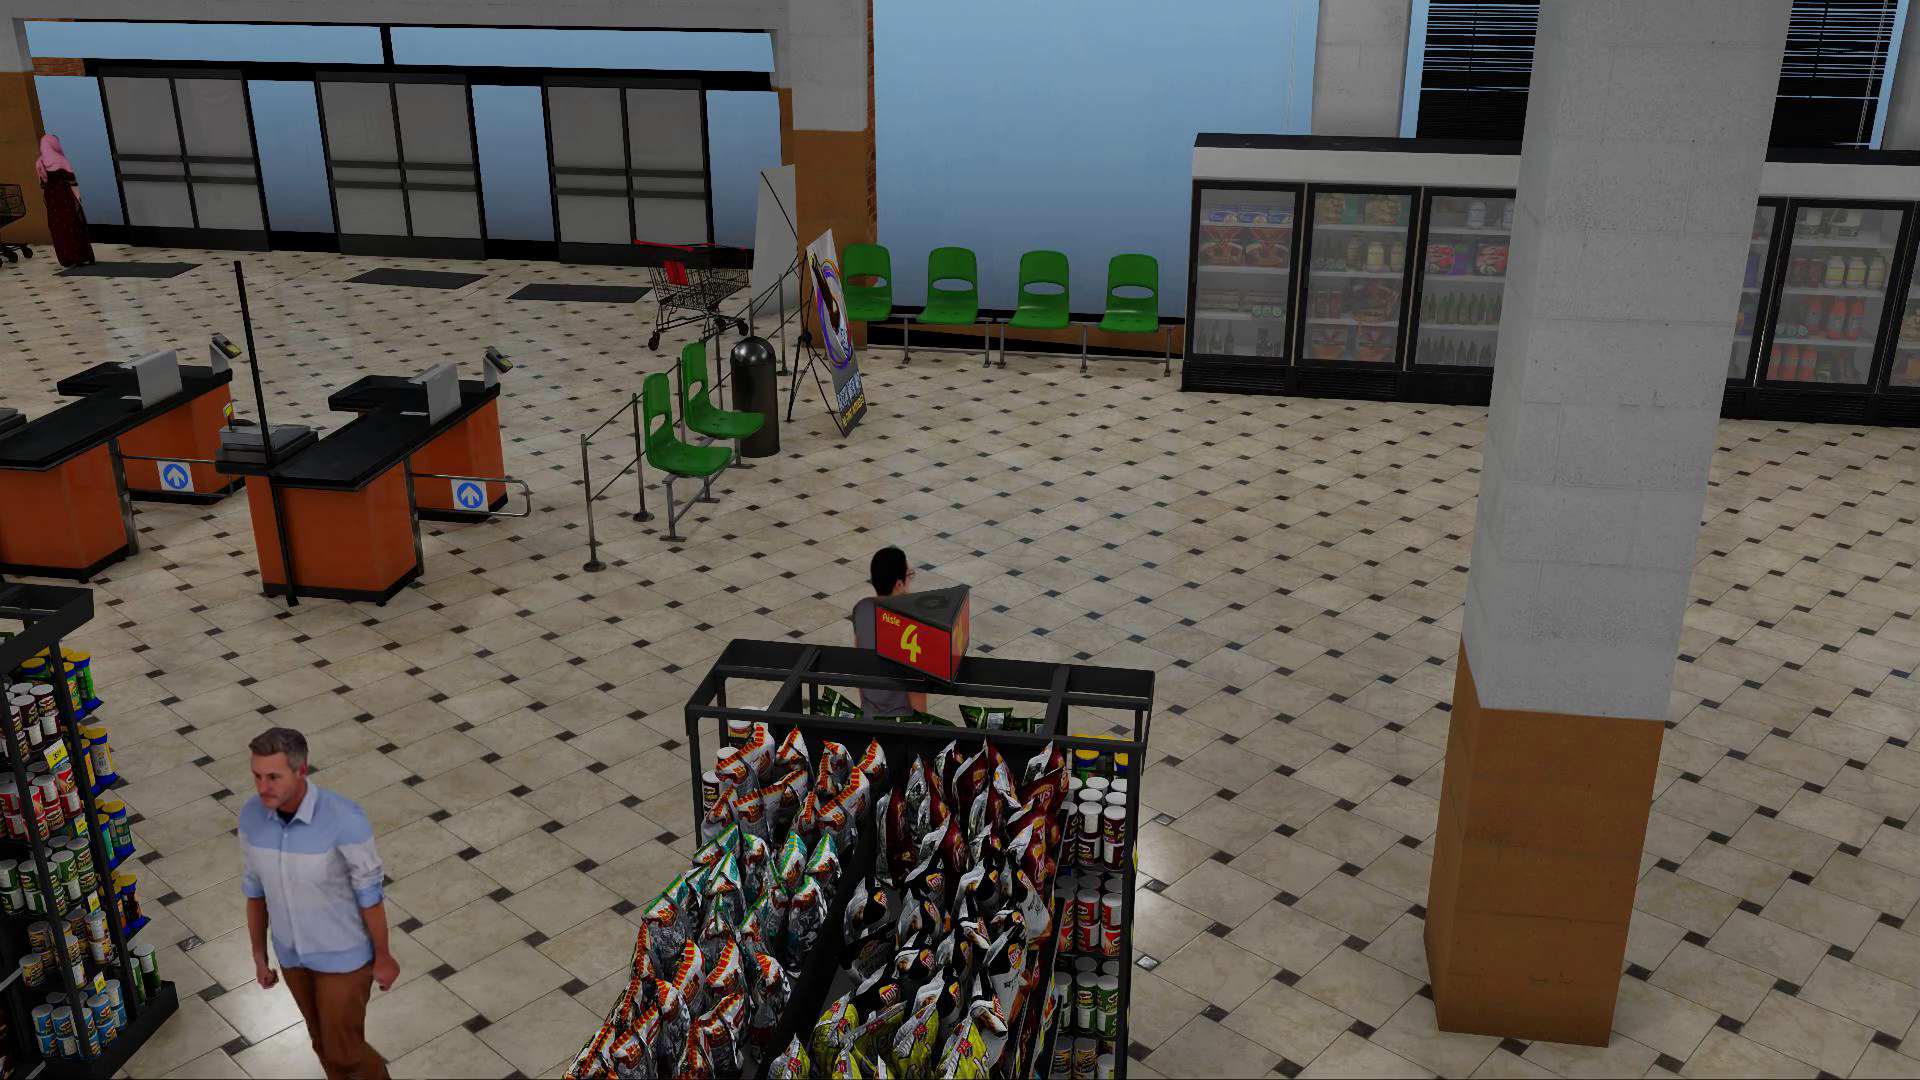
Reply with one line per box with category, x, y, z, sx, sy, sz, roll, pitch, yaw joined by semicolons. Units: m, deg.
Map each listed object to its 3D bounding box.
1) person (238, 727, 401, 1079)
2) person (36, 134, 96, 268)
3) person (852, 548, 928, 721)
person;-2.344;1.471;6.241;0.723;1.819;0.665;6;23;14
person;-11.125;-4.206;20.611;0.649;1.638;0.586;3;22;8
person;-0.318;0.855;7.858;0.738;1.756;0.702;-19;29;-39
